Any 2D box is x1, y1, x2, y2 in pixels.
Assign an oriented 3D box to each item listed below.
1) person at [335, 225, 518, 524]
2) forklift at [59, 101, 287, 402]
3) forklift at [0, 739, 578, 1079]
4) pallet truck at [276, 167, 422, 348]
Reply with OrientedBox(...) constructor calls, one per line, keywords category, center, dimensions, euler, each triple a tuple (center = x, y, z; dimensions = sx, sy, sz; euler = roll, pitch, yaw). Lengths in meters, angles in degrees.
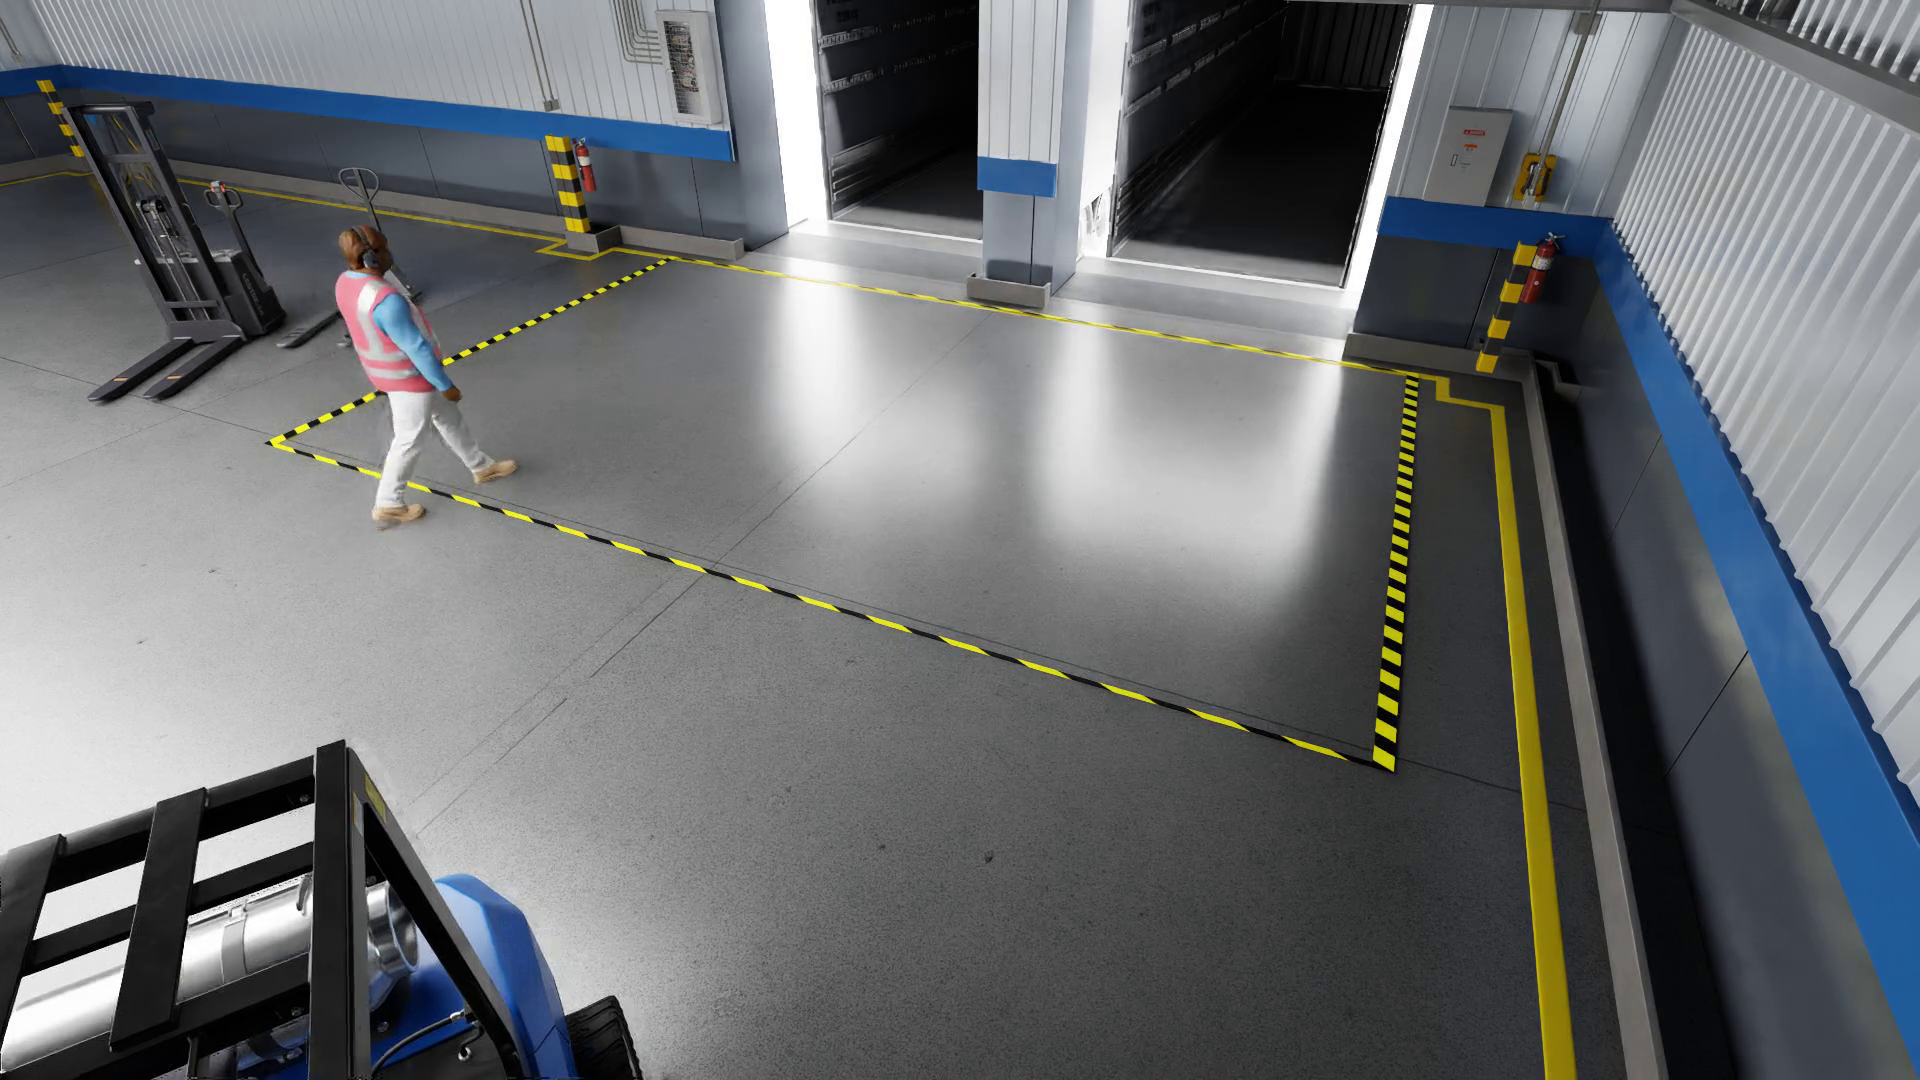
OrientedBox(category="person", center=(-3.405, -1.002, 5.634), dimensions=(0.629, 1.796, 0.969), euler=(30, 45, 35))
OrientedBox(category="forklift", center=(-6.686, -2.387, 7.434), dimensions=(0.823, 1.965, 1.885), euler=(-3, 35, -5))
OrientedBox(category="forklift", center=(-1.183, 1.563, 1.474), dimensions=(1.157, 2.036, 2.680), euler=(-18, 39, -24))
OrientedBox(category="pallet truck", center=(-5.732, -2.611, 8.414), dimensions=(0.680, 1.201, 1.601), euler=(-1, 35, -1))
